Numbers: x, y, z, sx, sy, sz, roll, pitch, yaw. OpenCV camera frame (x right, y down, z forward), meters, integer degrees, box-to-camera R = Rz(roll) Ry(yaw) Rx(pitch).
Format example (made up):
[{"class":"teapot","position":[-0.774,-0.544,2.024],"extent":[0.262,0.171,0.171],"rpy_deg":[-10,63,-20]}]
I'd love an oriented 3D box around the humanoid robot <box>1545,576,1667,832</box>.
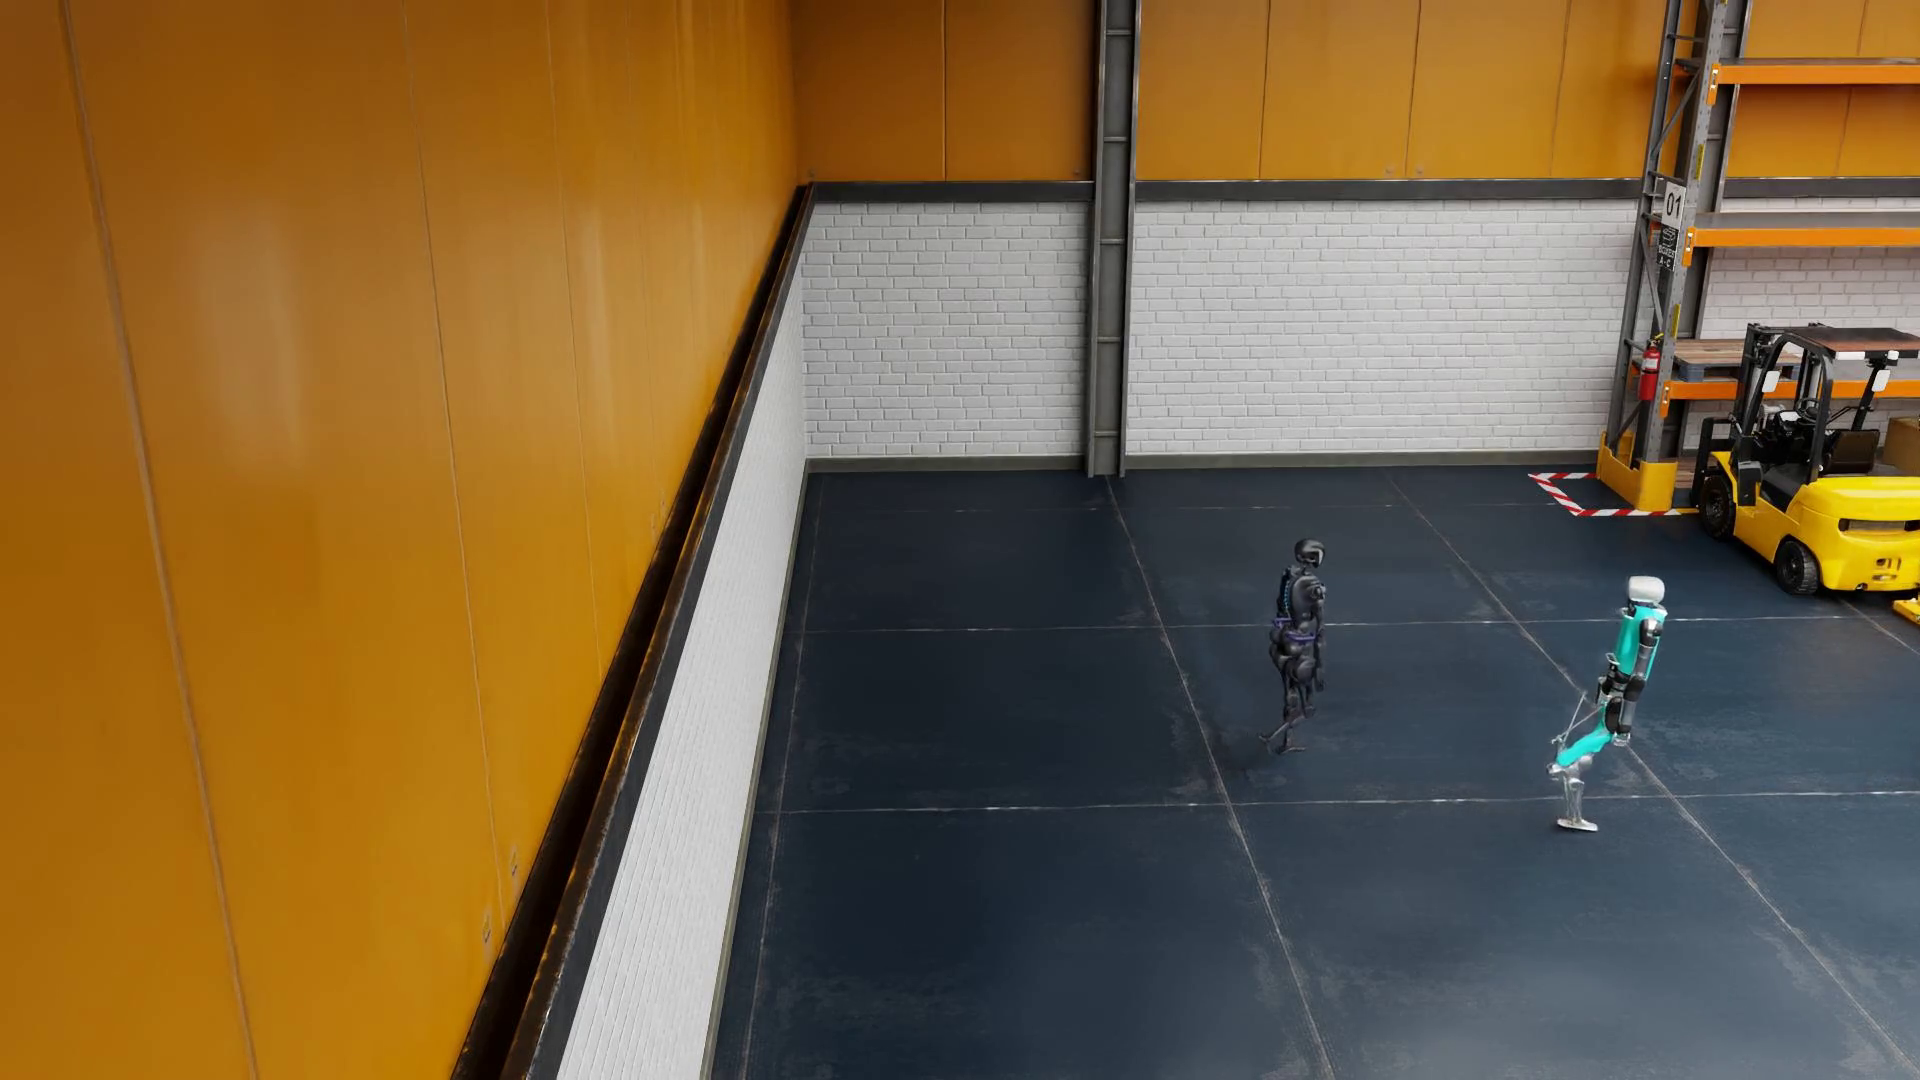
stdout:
[{"class":"humanoid robot","position":[3.989,1.110,10.560],"extent":[0.739,1.869,0.537],"rpy_deg":[4,21,10]}]

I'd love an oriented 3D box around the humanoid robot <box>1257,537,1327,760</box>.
[{"class":"humanoid robot","position":[2.254,0.754,11.482],"extent":[0.509,1.645,0.600],"rpy_deg":[-7,22,-19]}]

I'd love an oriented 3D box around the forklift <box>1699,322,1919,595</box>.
[{"class":"forklift","position":[7.809,-0.792,14.926],"extent":[1.214,2.155,2.313],"rpy_deg":[-1,20,-2]}]

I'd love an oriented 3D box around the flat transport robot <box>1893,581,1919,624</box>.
[{"class":"flat transport robot","position":[8.699,0.592,13.948],"extent":[1.431,0.231,0.659],"rpy_deg":[-3,20,-7]}]
